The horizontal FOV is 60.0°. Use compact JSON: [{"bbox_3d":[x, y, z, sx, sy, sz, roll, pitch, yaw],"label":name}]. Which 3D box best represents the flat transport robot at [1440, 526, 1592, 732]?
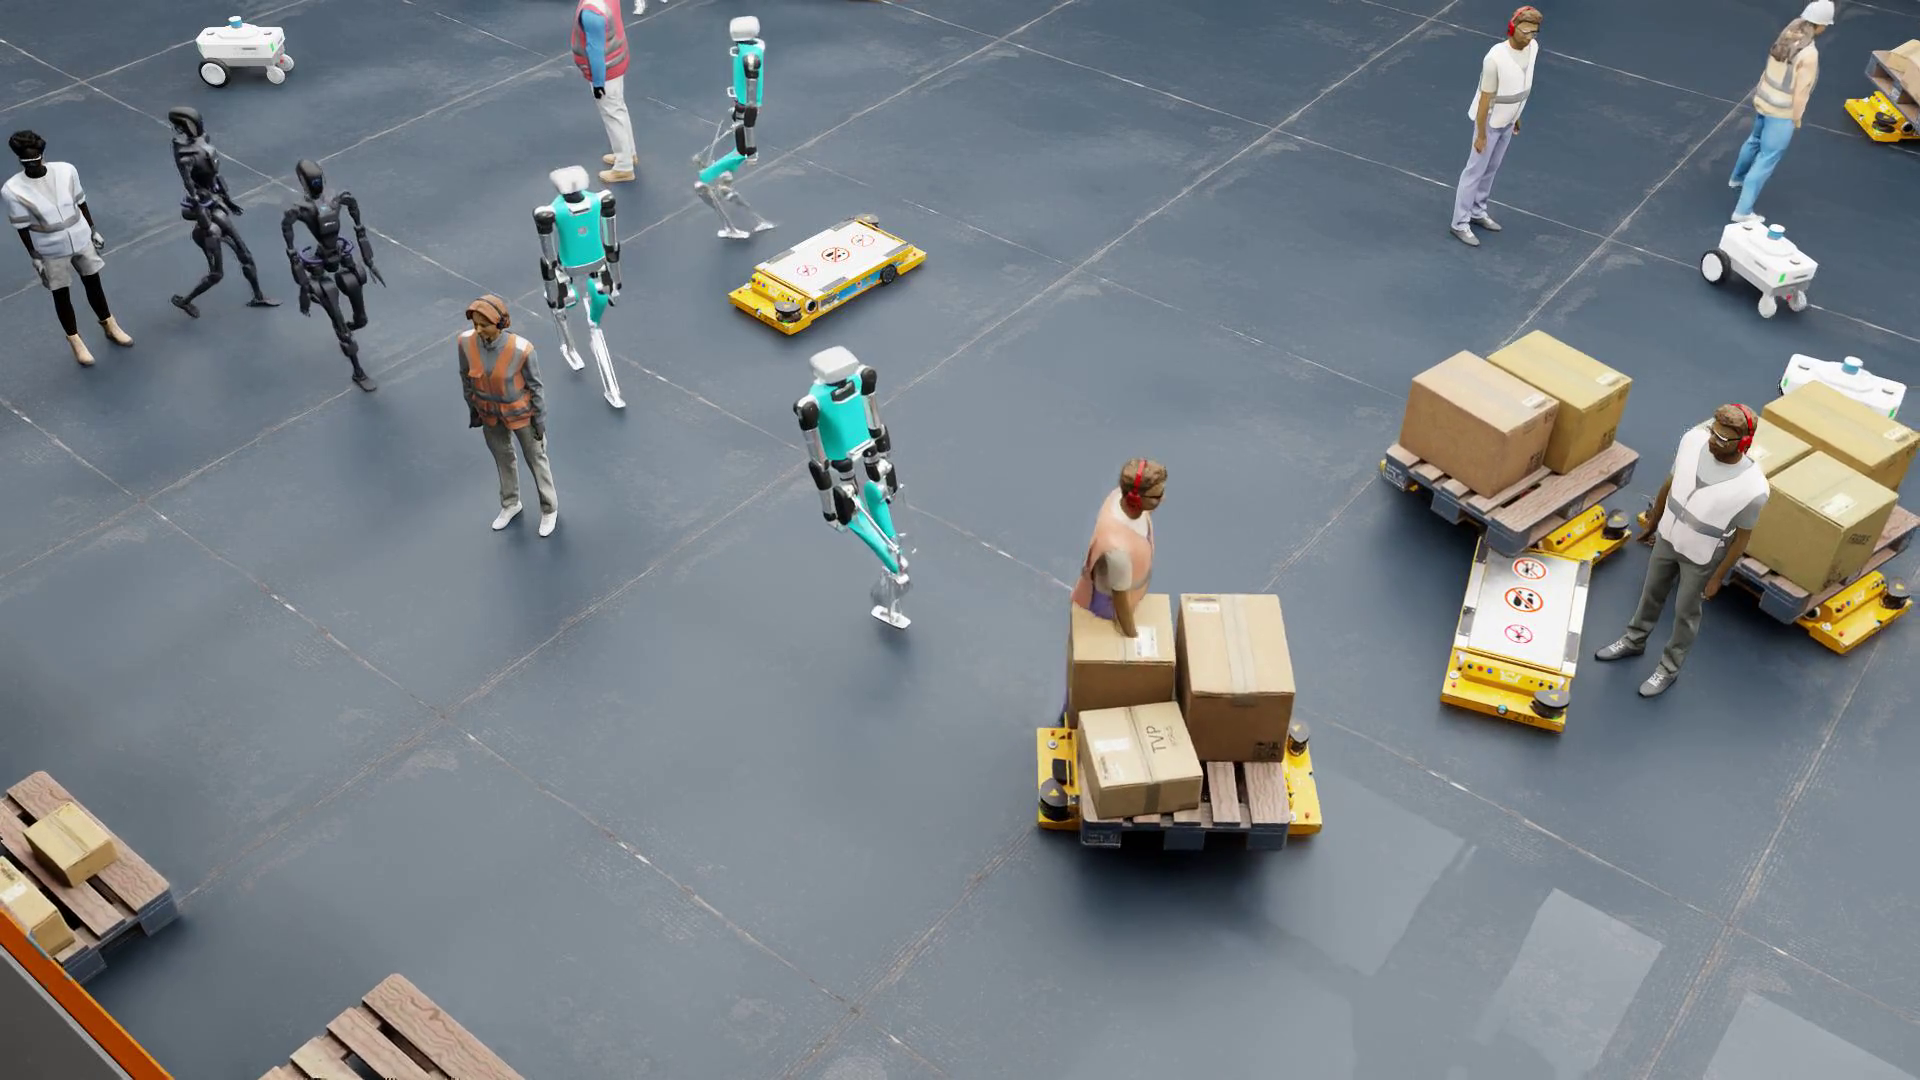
[{"bbox_3d":[3.202,0.477,9.517,0.659,0.231,1.431,14,42,16],"label":"flat transport robot"}]

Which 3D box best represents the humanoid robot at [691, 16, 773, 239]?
[{"bbox_3d":[-1.788,-3.029,12.513,0.764,1.784,0.532,-7,41,-8],"label":"humanoid robot"}]

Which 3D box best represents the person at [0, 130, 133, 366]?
[{"bbox_3d":[-6.113,-2.016,11.343,0.322,1.699,0.535,27,47,28],"label":"person"}]

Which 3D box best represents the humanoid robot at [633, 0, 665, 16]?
[{"bbox_3d":[-3.115,-5.912,15.941,0.537,1.834,0.818,-8,41,-9],"label":"humanoid robot"}]

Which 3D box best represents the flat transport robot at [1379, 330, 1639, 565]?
[{"bbox_3d":[3.399,-0.284,10.412,0.659,0.231,1.431,-27,47,-28],"label":"flat transport robot"}]

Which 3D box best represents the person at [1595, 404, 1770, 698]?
[{"bbox_3d":[3.877,0.039,8.814,0.390,1.846,0.566,-18,44,-20],"label":"person"}]

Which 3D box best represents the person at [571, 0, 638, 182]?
[{"bbox_3d":[-2.861,-3.772,13.314,0.432,1.835,0.630,0,40,0],"label":"person"}]

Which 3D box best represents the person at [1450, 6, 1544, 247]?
[{"bbox_3d":[4.050,-3.149,12.570,0.563,1.839,0.396,-30,49,-31],"label":"person"}]

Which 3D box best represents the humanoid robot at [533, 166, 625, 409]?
[{"bbox_3d":[-2.572,-1.754,11.037,0.534,1.761,1.013,-22,45,-24],"label":"humanoid robot"}]

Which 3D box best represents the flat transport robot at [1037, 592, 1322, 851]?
[{"bbox_3d":[1.123,1.213,8.651,1.431,0.231,0.659,1,40,1],"label":"flat transport robot"}]

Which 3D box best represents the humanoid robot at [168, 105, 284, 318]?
[{"bbox_3d":[-5.358,-2.317,11.741,0.675,1.628,0.584,-3,40,-4],"label":"humanoid robot"}]

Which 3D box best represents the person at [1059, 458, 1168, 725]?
[{"bbox_3d":[0.909,0.347,8.472,0.799,1.816,0.575,13,42,14],"label":"person"}]

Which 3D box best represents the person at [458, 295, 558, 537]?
[{"bbox_3d":[-2.683,-0.740,9.888,0.512,1.640,0.306,9,41,10],"label":"person"}]

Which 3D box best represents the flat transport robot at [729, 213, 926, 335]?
[{"bbox_3d":[-0.979,-2.005,12.437,0.659,0.231,1.431,31,49,31],"label":"flat transport robot"}]

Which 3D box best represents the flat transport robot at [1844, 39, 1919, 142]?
[{"bbox_3d":[8.525,-3.675,14.401,1.431,0.231,0.659,0,40,0],"label":"flat transport robot"}]

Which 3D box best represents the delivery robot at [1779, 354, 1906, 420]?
[{"bbox_3d":[5.769,-0.933,10.960,0.805,0.601,0.499,22,45,24],"label":"delivery robot"}]

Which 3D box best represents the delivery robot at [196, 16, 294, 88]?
[{"bbox_3d":[-6.520,-4.436,15.091,0.808,0.614,0.499,0,40,0],"label":"delivery robot"}]

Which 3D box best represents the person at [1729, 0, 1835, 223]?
[{"bbox_3d":[6.369,-3.388,12.981,0.490,1.683,0.723,-3,40,-3],"label":"person"}]

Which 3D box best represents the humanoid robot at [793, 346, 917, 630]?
[{"bbox_3d":[-0.437,-0.158,9.168,0.881,1.780,0.553,32,50,32],"label":"humanoid robot"}]

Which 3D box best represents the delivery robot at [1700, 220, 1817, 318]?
[{"bbox_3d":[5.923,-2.045,12.266,0.499,0.600,0.802,-12,42,-14],"label":"delivery robot"}]

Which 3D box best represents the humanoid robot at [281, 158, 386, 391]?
[{"bbox_3d":[-4.242,-1.829,11.163,0.589,1.639,0.669,-32,50,-32],"label":"humanoid robot"}]

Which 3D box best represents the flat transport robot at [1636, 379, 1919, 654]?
[{"bbox_3d":[4.862,0.095,9.966,0.659,0.231,1.431,-24,46,-26],"label":"flat transport robot"}]
